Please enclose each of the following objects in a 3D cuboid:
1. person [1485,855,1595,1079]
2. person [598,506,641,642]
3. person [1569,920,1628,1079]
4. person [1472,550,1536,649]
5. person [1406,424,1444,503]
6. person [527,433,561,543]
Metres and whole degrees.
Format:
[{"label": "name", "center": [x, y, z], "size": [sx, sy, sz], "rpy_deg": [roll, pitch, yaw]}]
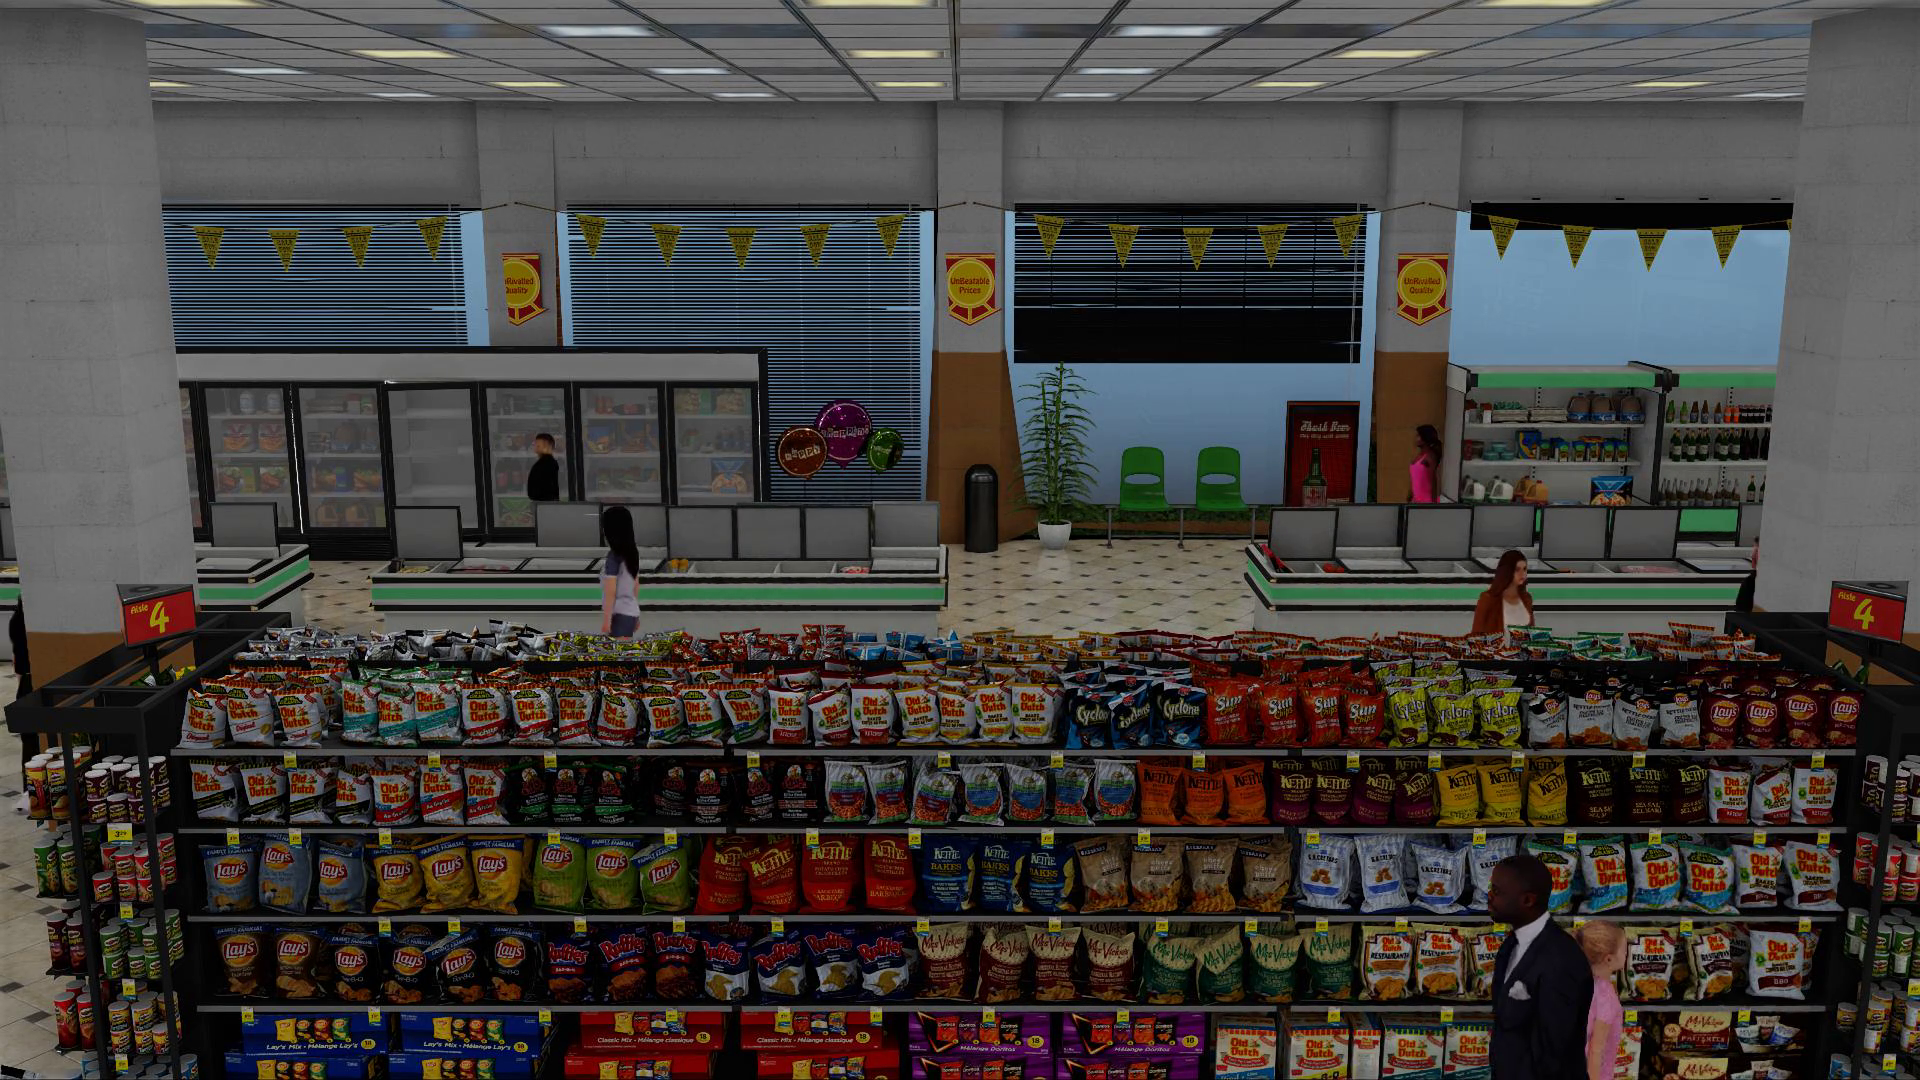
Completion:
[{"label": "person", "center": [2.099, 1.991, 5.783], "size": [1.262, 1.789, 0.791], "rpy_deg": [-2, 12, -10]}, {"label": "person", "center": [-2.511, 0.596, 12.659], "size": [0.992, 1.687, 0.645], "rpy_deg": [1, 12, 6]}, {"label": "person", "center": [2.407, 2.106, 6.561], "size": [0.838, 1.244, 0.505], "rpy_deg": [0, 12, -1]}, {"label": "person", "center": [3.597, 0.895, 11.269], "size": [1.112, 1.674, 0.998], "rpy_deg": [-6, 13, -24]}, {"label": "person", "center": [4.853, -0.321, 17.007], "size": [0.967, 1.689, 0.568], "rpy_deg": [0, 12, 0]}, {"label": "person", "center": [-4.052, -0.221, 16.667], "size": [1.057, 1.634, 0.642], "rpy_deg": [1, 12, 4]}]
